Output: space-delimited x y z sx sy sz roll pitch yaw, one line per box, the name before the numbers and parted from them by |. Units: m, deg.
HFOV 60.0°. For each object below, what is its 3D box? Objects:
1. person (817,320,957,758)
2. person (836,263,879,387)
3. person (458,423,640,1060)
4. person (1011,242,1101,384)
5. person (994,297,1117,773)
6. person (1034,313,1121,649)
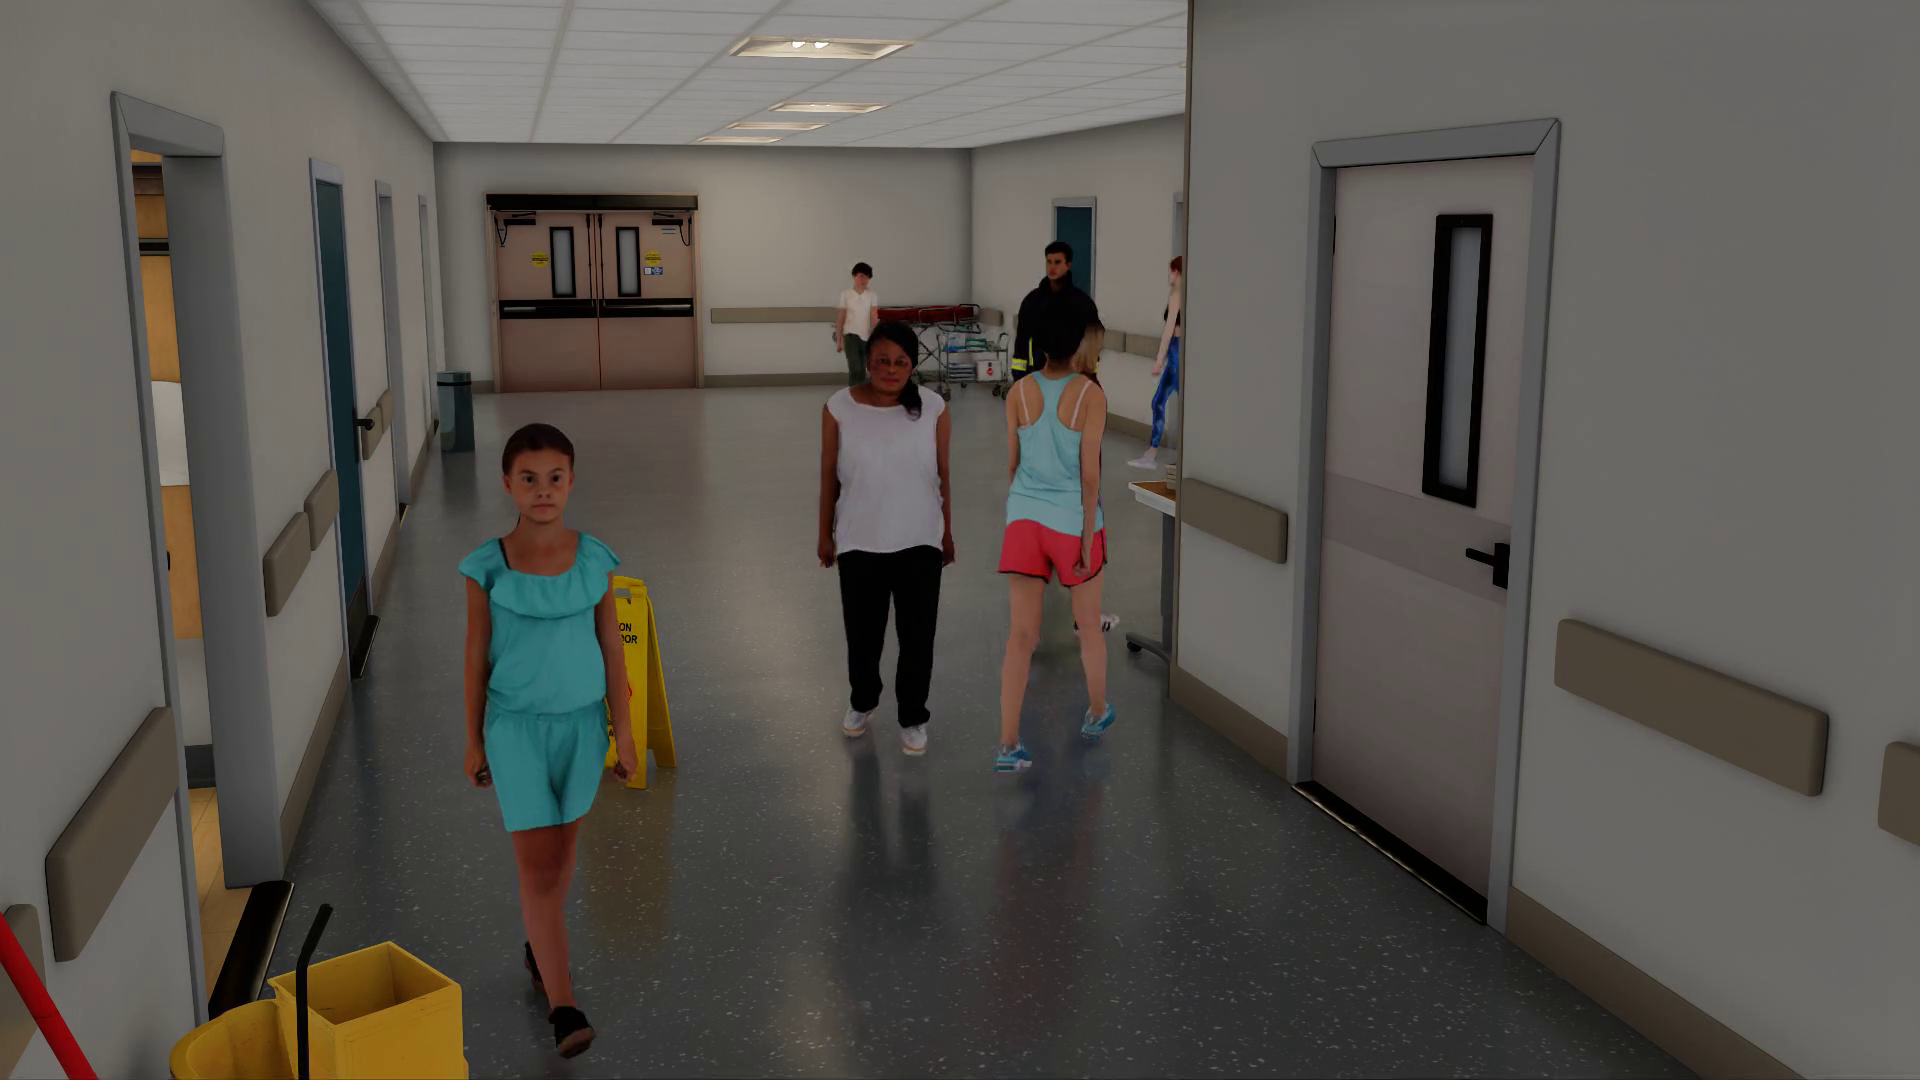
person | -0.257 -0.017 6.516 0.846 1.657 0.958 1 11 6
person | -1.095 -2.061 17.400 0.568 1.614 1.059 -2 11 -8
person | -1.062 0.485 4.245 0.689 1.517 1.070 -5 12 -25
person | 0.694 -1.113 11.626 1.191 1.905 1.255 6 12 27
person | 0.302 0.016 6.137 0.994 1.733 1.205 4 11 20
person | 0.446 -0.223 7.777 1.007 1.591 1.022 8 13 37
